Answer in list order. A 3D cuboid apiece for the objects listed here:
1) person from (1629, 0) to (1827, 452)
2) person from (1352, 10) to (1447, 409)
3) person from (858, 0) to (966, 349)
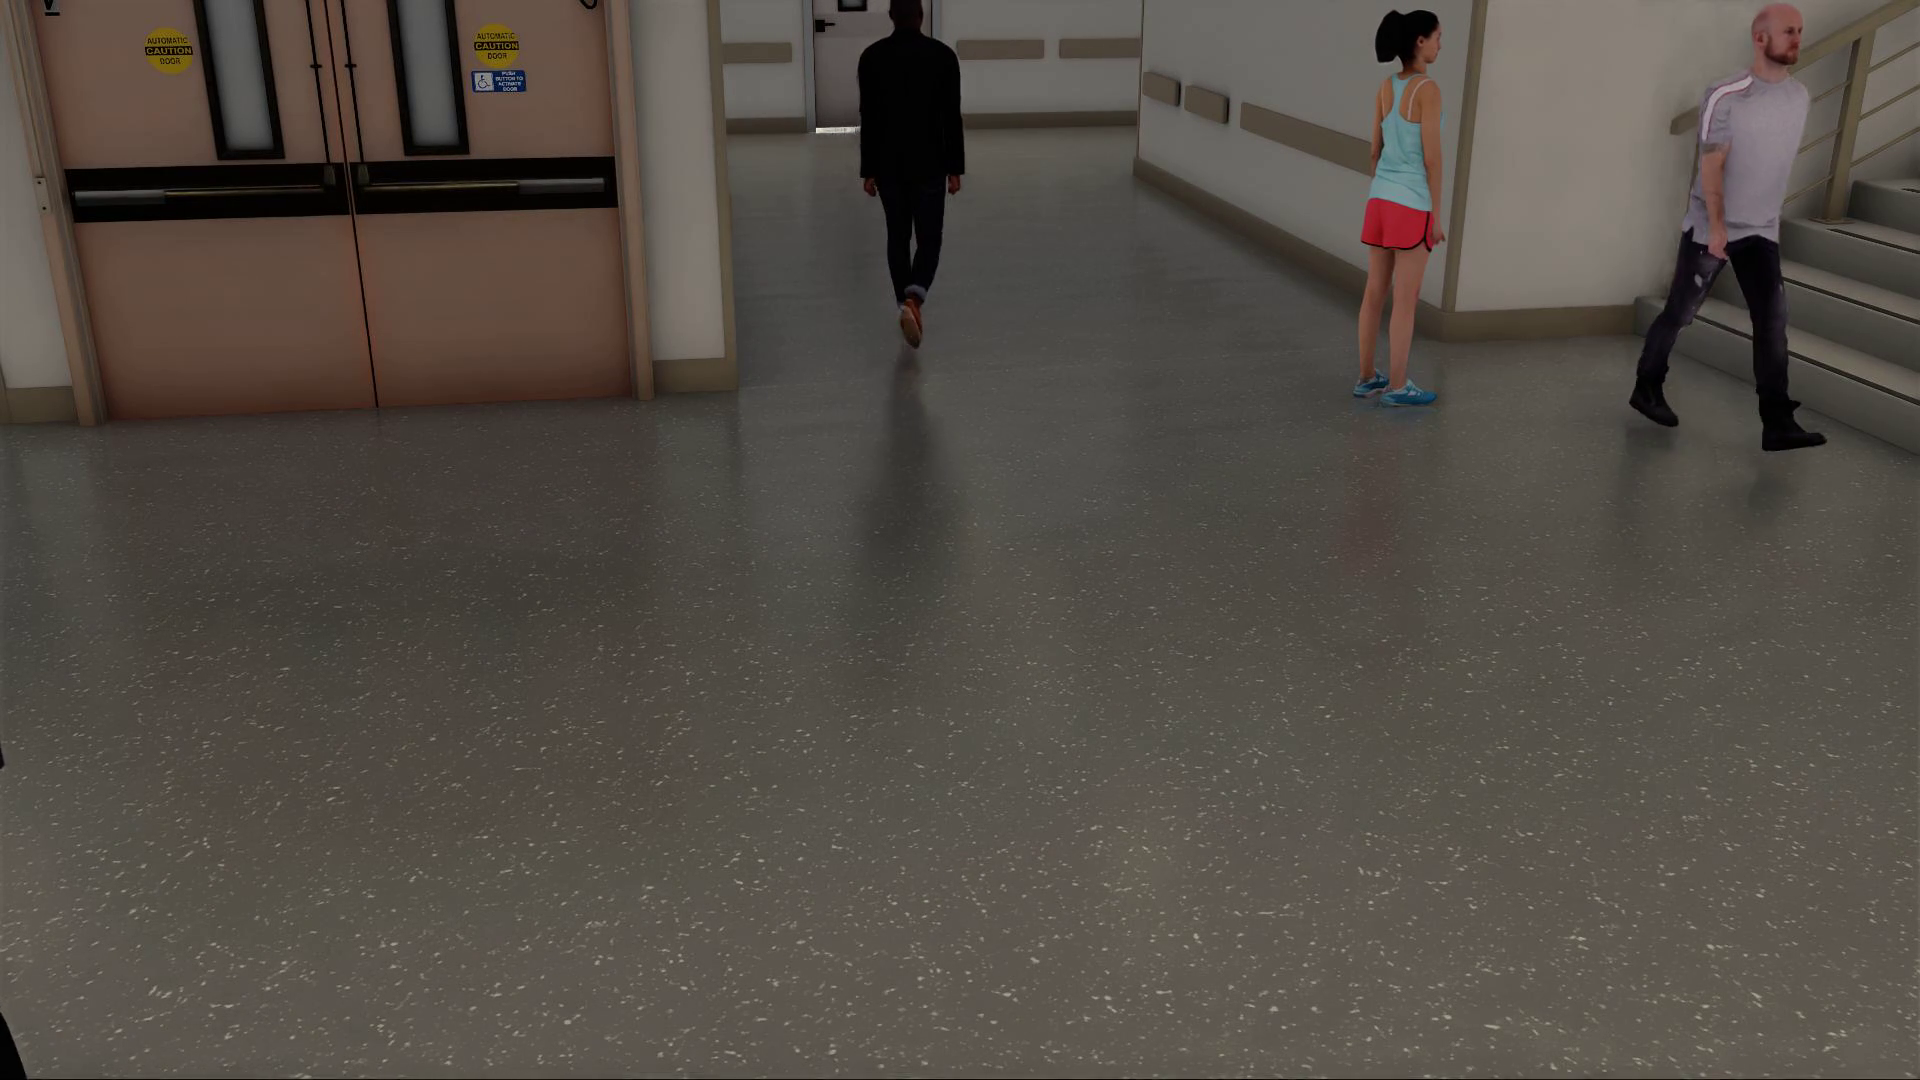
[{"bbox_3d":[3.192,-1.296,7.032,1.147,1.783,0.766,-5,21,-13],"label":"person"},{"bbox_3d":[2.019,-1.501,7.599,0.641,1.765,0.649,-9,23,-23],"label":"person"},{"bbox_3d":[-0.269,-1.885,8.577,1.167,1.791,1.009,3,21,9],"label":"person"}]
